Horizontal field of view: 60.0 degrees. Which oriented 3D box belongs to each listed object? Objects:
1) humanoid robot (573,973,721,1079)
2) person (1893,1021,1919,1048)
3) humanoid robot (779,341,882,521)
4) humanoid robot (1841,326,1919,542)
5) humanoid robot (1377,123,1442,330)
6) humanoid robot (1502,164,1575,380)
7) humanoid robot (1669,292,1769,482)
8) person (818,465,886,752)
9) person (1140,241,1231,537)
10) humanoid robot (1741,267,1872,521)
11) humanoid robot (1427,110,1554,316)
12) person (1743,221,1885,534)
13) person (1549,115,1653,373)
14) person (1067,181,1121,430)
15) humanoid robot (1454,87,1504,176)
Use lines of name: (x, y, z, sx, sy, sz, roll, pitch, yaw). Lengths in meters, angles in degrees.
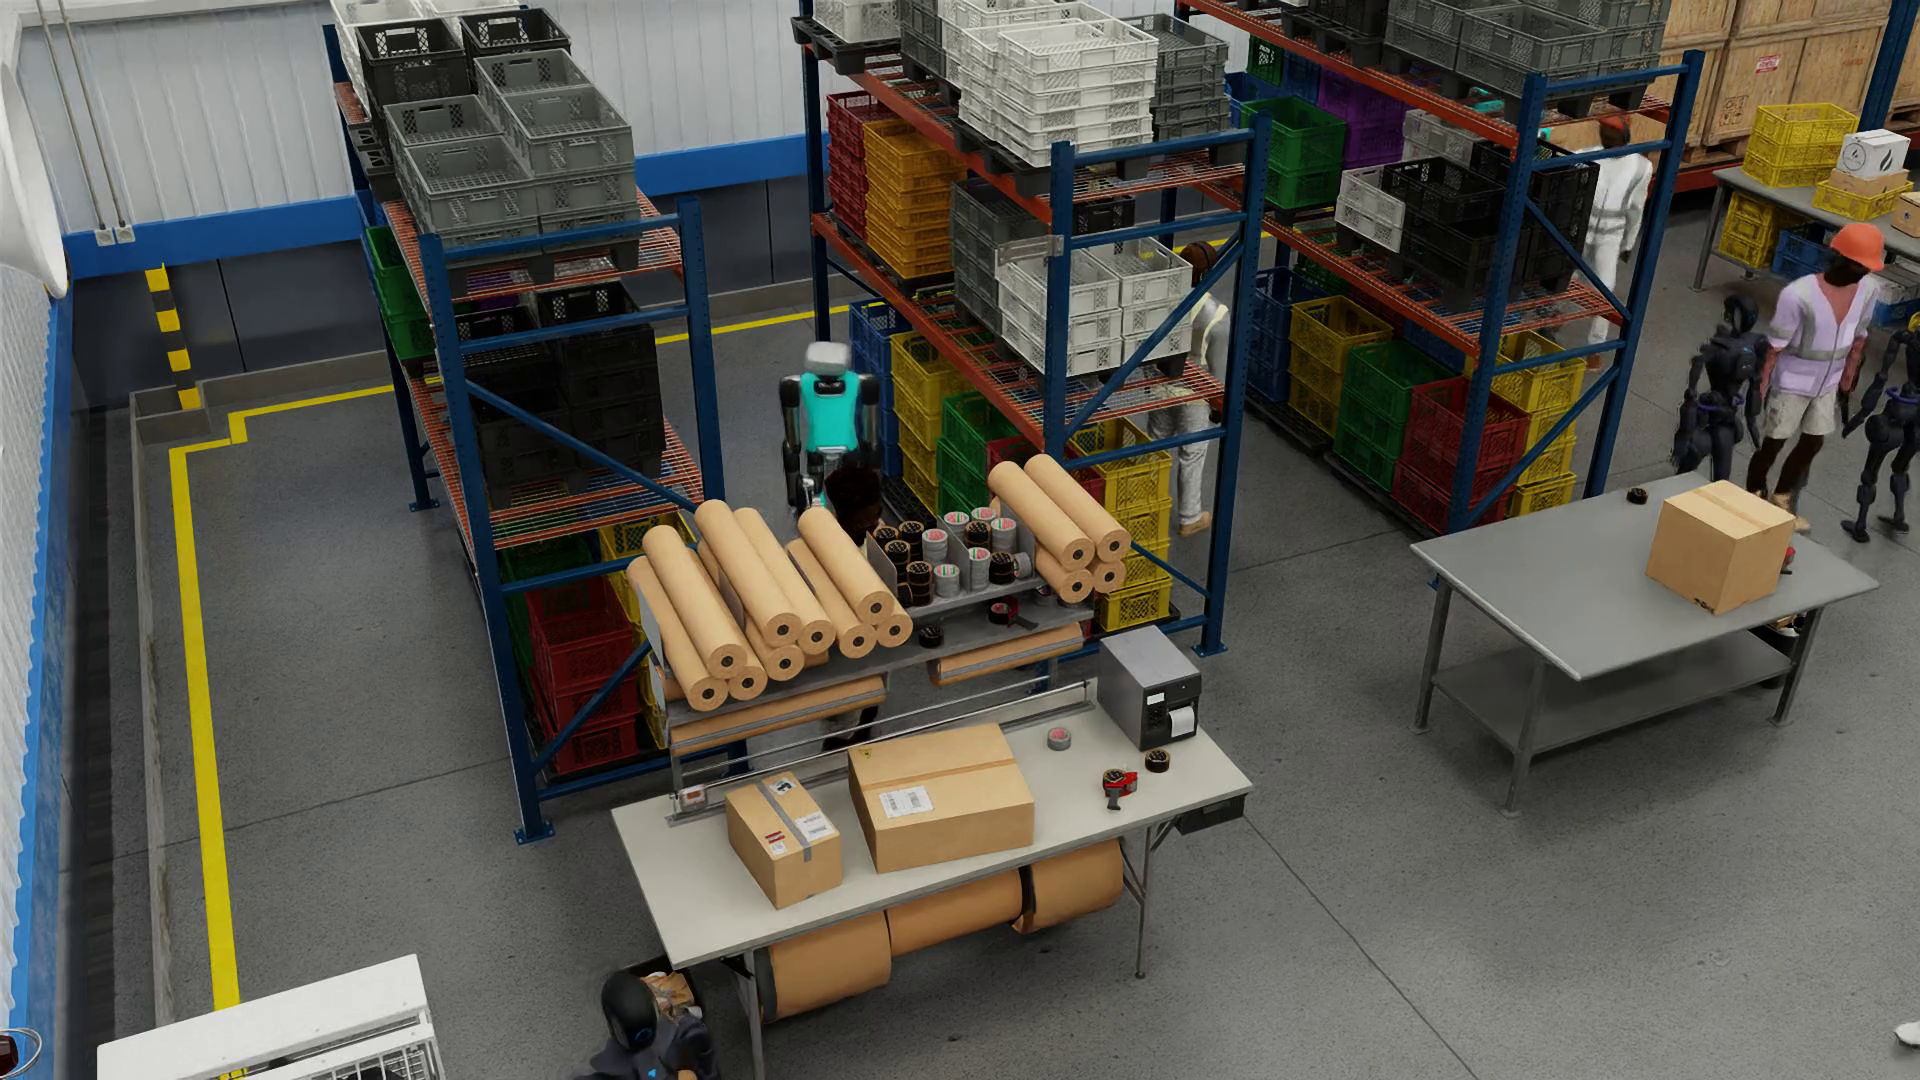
humanoid robot: (-1.041, 1.991, 5.431, 0.589, 1.642, 0.701, -25, 39, -34)
person: (4.178, 1.346, 6.316, 0.865, 1.805, 0.609, -3, 32, -5)
humanoid robot: (-0.660, -0.093, 8.740, 0.537, 1.771, 0.954, -2, 32, -3)
humanoid robot: (5.571, -0.739, 9.827, 0.615, 1.650, 0.339, -1, 32, -2)
humanoid robot: (3.282, -2.105, 12.012, 0.530, 1.751, 0.955, -15, 35, -23)
humanoid robot: (4.094, -1.858, 11.674, 0.679, 1.636, 0.610, 26, 40, 35)
humanoid robot: (4.426, -0.710, 9.803, 0.591, 1.636, 0.653, -12, 34, -19)
person: (-0.474, 0.525, 7.500, 0.362, 1.963, 0.611, 14, 34, 22)
person: (1.343, -0.906, 9.954, 0.622, 1.835, 0.431, 27, 41, 36)
humanoid robot: (5.117, -0.904, 10.114, 0.603, 1.650, 0.642, 12, 34, 19)
humanoid robot: (3.939, -2.540, 12.732, 1.005, 1.769, 0.530, 8, 32, 13)
person: (4.982, -0.922, 9.799, 0.689, 2.027, 0.421, -6, 32, -10)
person: (4.633, -2.221, 12.069, 0.568, 1.842, 0.826, 11, 33, 18)
person: (0.800, -1.515, 10.946, 0.607, 1.814, 0.493, 5, 32, 7)
humanoid robot: (4.017, -3.106, 13.679, 0.539, 1.808, 0.792, -20, 37, -29)
